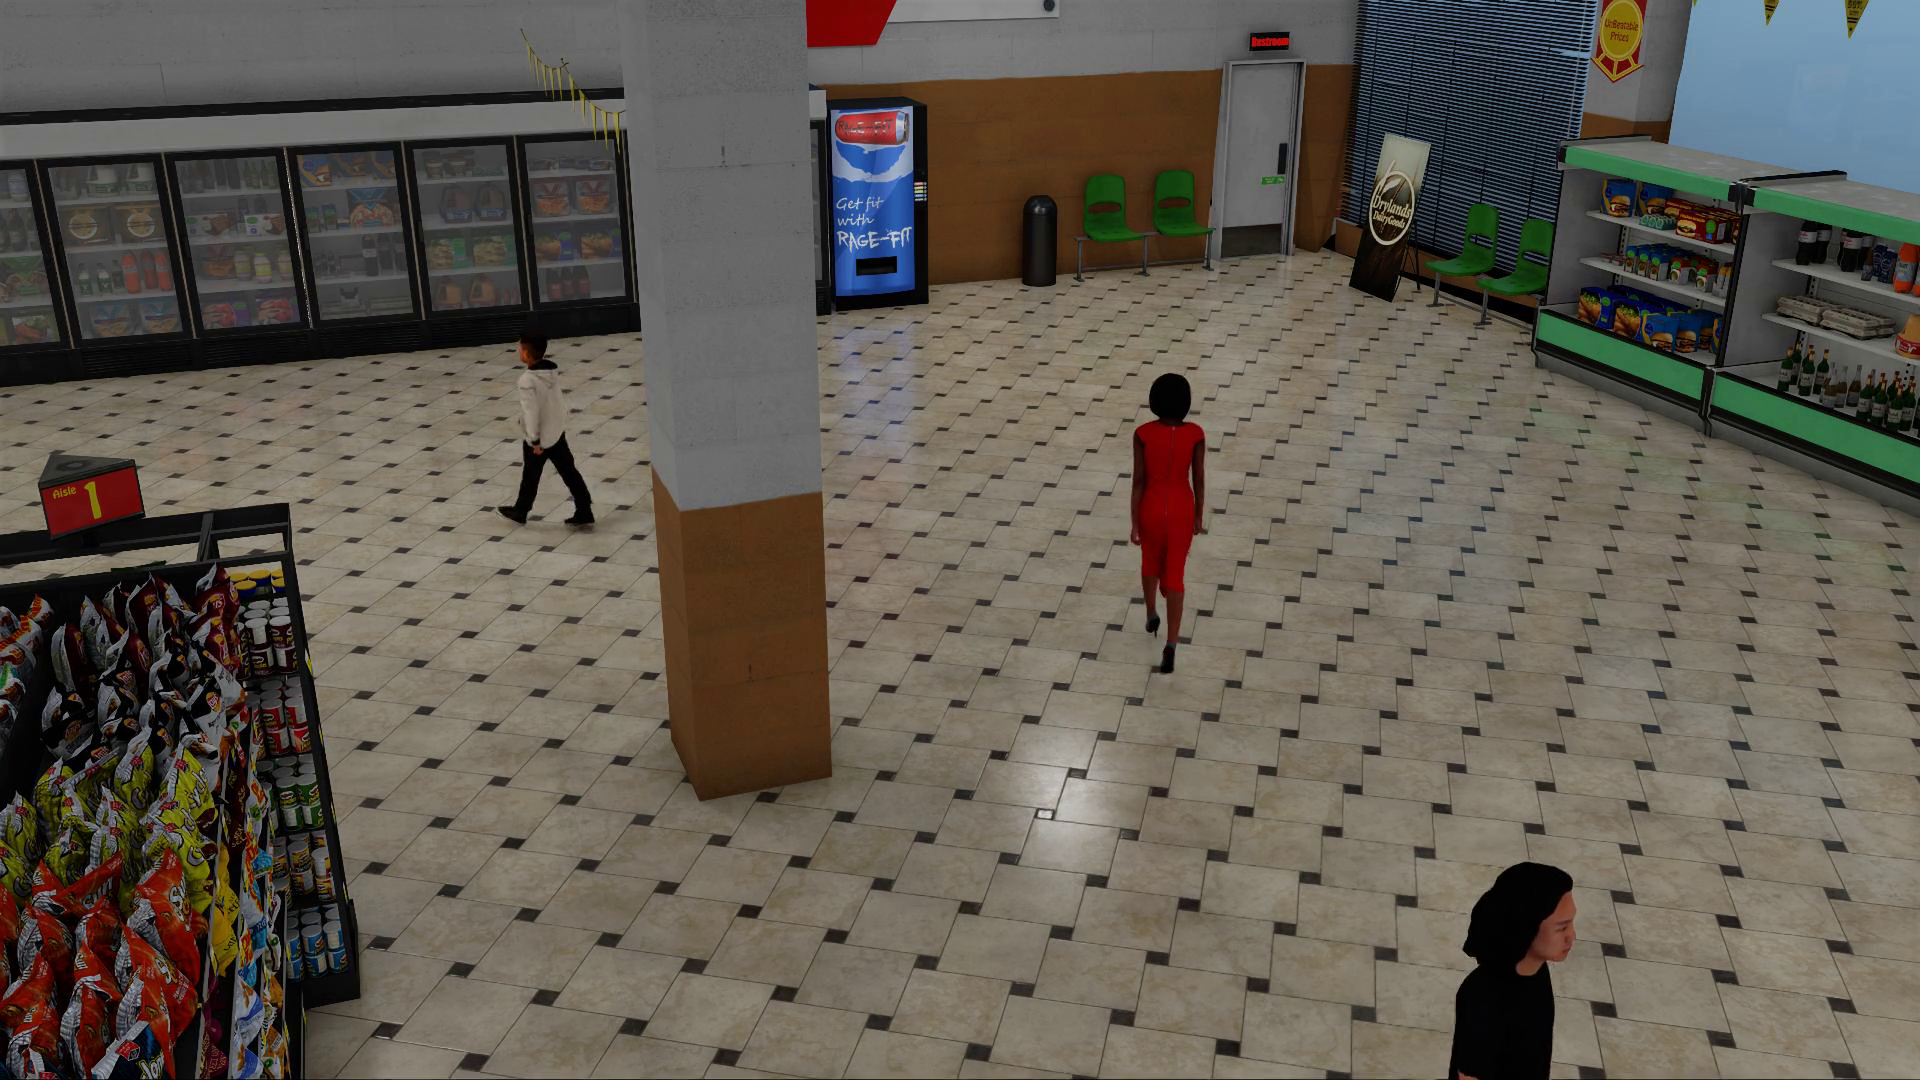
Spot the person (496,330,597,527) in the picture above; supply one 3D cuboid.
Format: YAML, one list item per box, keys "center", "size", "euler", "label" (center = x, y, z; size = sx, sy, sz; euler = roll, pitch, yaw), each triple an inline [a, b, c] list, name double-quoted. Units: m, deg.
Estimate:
- center: [-2.802, -0.729, 11.497]
  size: [1.012, 1.422, 0.970]
  euler: [9, 23, 21]
  label: "person"

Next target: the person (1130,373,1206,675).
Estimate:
- center: [1.176, -0.053, 9.443]
  size: [0.871, 1.699, 1.171]
  euler: [1, 22, 4]
  label: "person"

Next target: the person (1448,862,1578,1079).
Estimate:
- center: [1.487, 1.717, 4.884]
  size: [1.055, 1.815, 0.947]
  euler: [14, 26, 31]
  label: "person"
